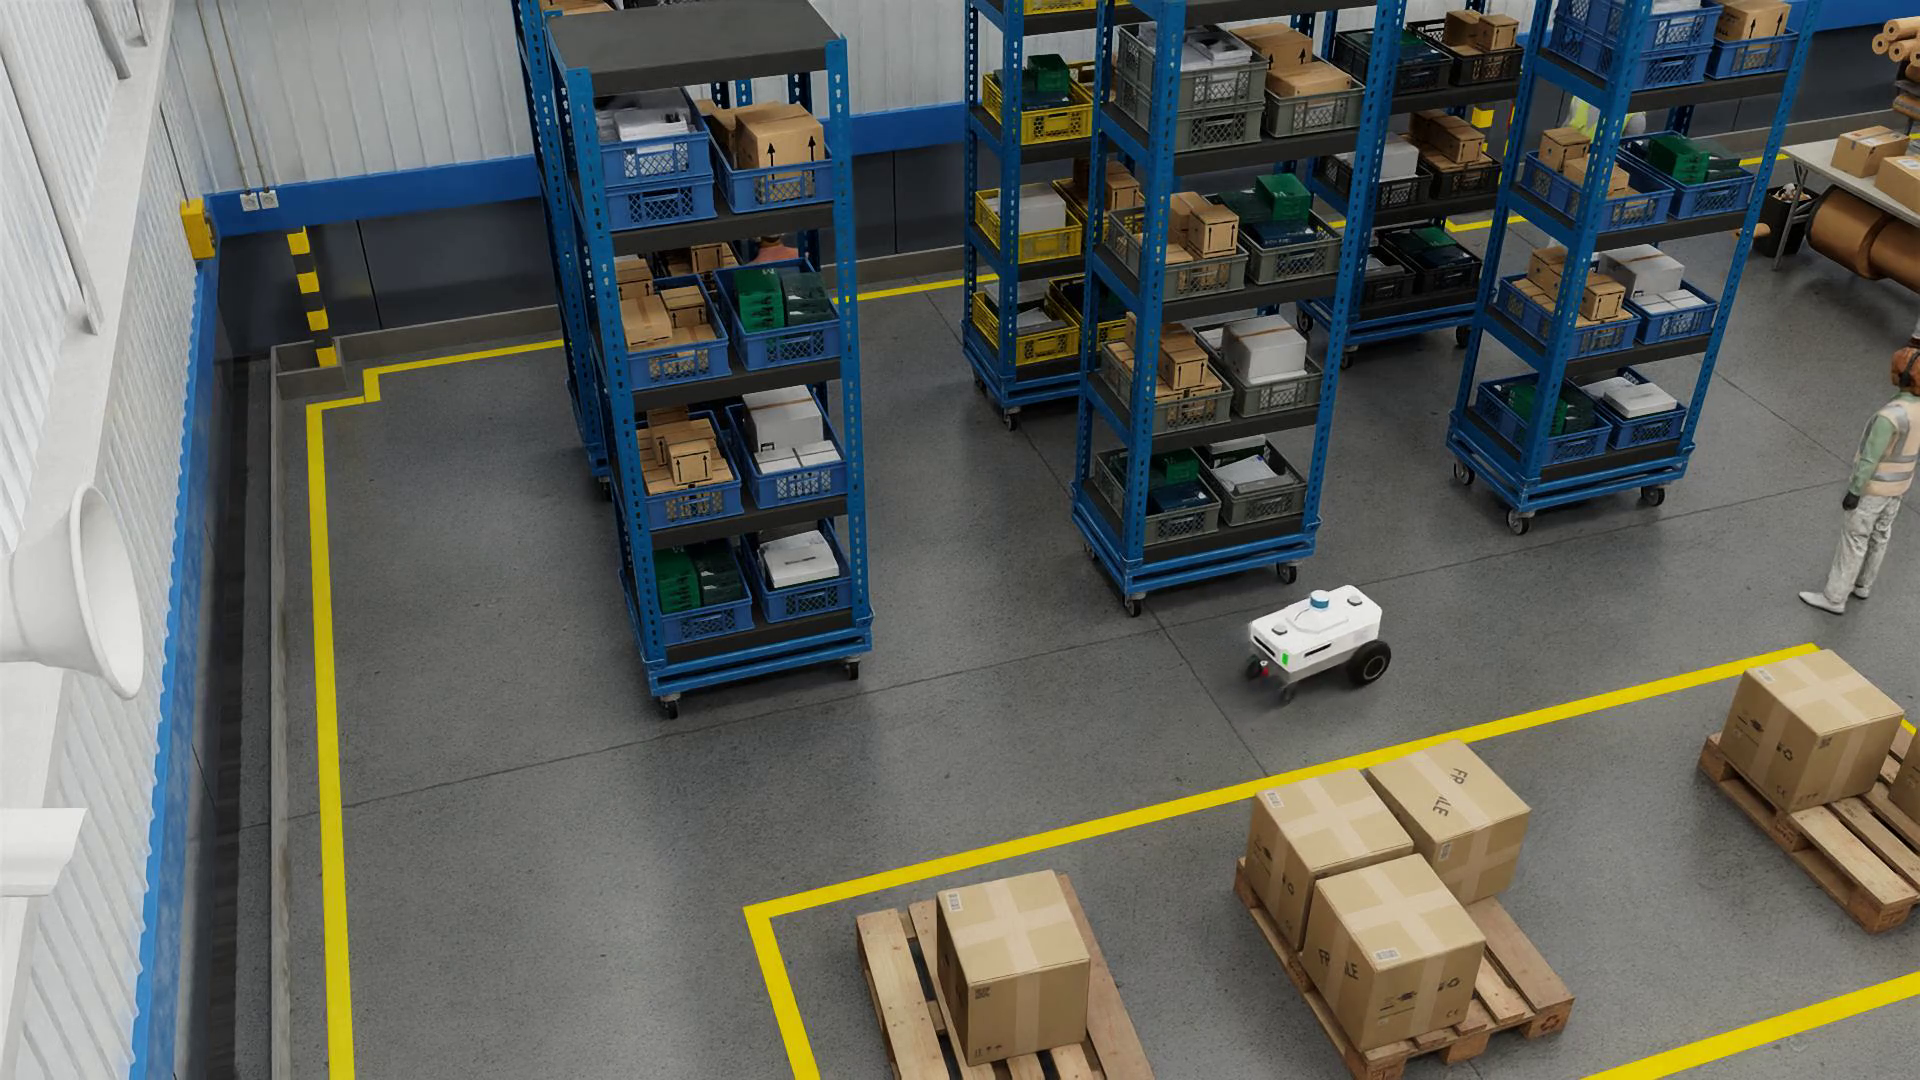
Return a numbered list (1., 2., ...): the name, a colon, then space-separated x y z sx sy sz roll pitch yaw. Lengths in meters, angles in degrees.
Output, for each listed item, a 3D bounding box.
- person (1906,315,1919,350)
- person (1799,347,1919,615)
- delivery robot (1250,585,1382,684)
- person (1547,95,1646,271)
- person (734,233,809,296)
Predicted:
1. person: 7.128 -2.116 11.608 0.370 1.930 0.630 4 35 6
2. person: 5.141 -0.322 9.316 0.519 1.632 0.315 -23 41 -29
3. delivery robot: 1.923 0.492 9.011 0.707 0.478 0.477 -18 39 -24
4. person: 4.733 -2.735 12.557 0.429 1.844 0.627 -26 43 -32
5. person: -1.129 -1.179 10.233 0.627 1.982 0.403 -28 44 -34
